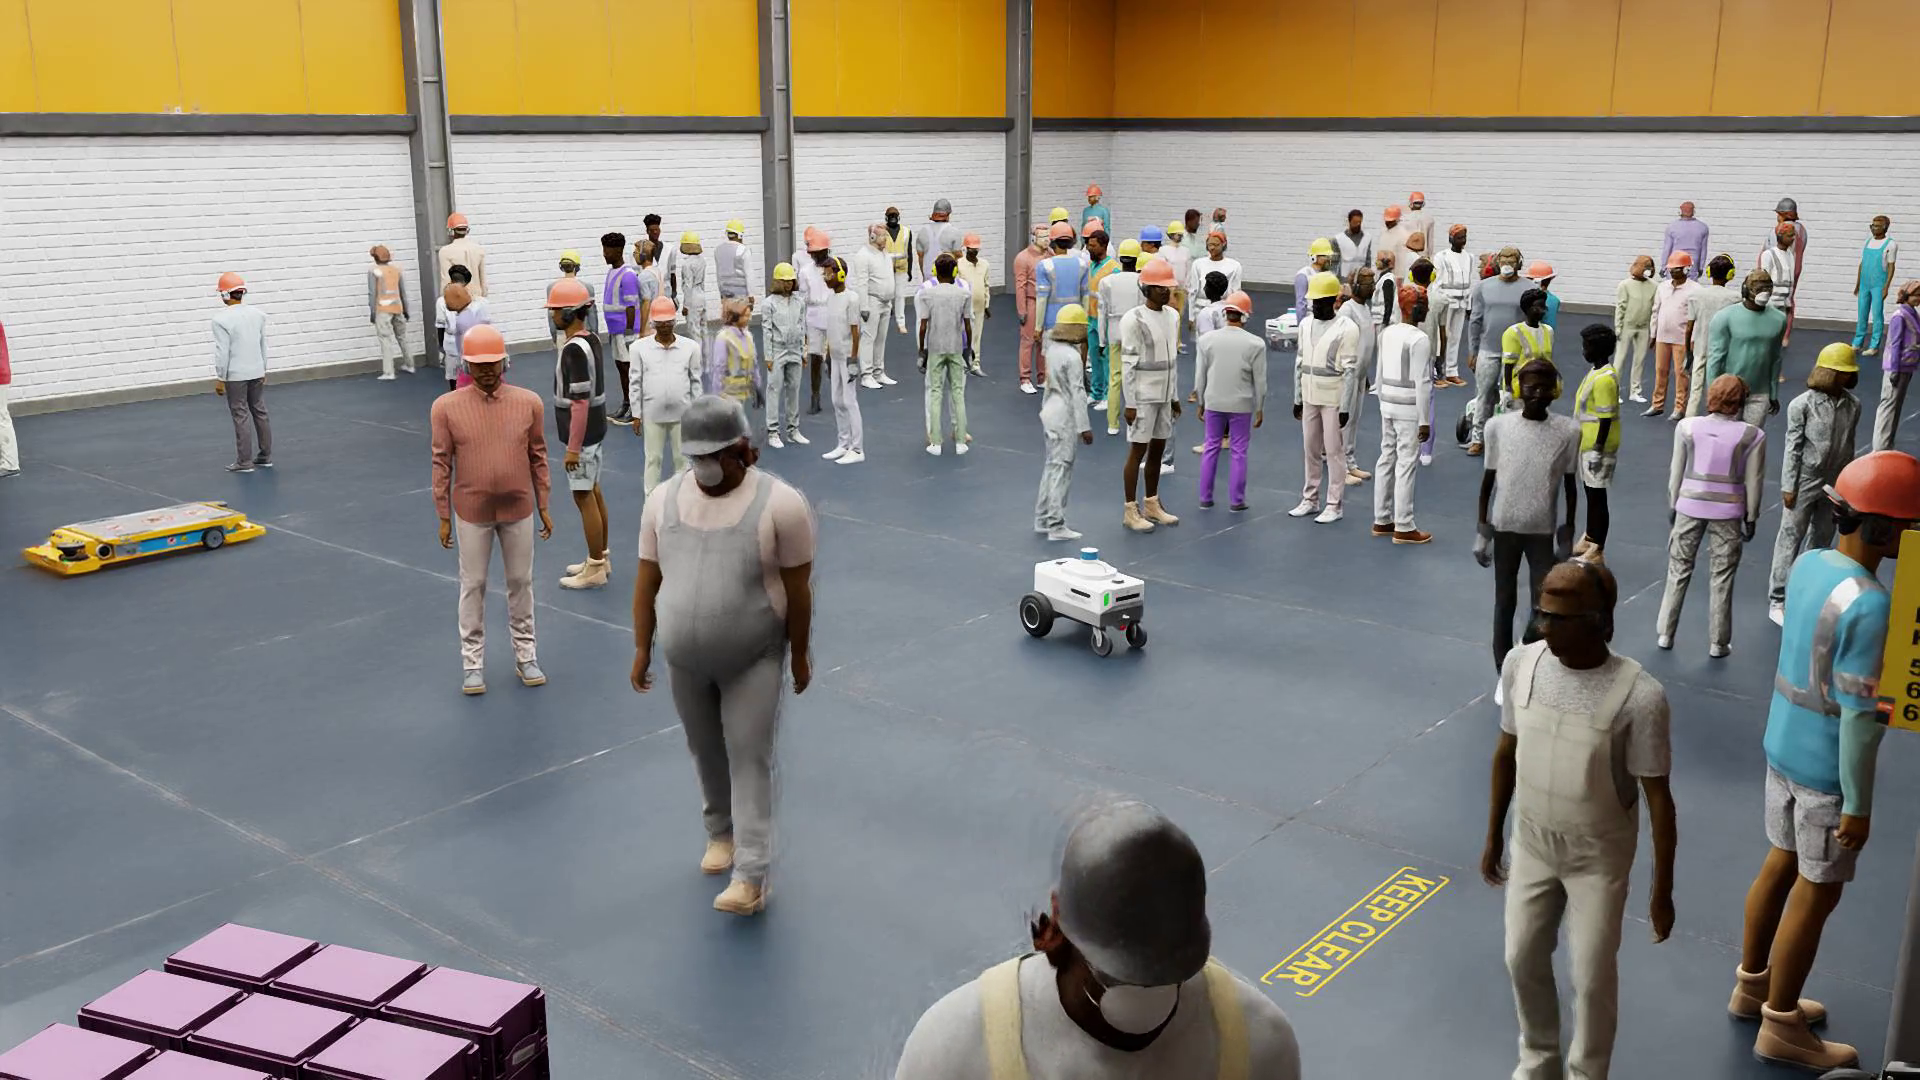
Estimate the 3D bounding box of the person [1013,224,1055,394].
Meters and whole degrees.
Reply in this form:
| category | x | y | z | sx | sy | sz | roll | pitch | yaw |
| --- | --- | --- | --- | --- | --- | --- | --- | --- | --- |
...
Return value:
| category | x | y | z | sx | sy | sz | roll | pitch | yaw |
| --- | --- | --- | --- | --- | --- | --- | --- | --- | --- |
| person | 0.913 | -2.637 | 18.985 | 0.640 | 1.909 | 0.409 | -12 | 18 | -40 |

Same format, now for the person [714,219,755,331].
| category | x | y | z | sx | sy | sz | roll | pitch | yaw |
| --- | --- | --- | --- | --- | --- | --- | --- | --- | --- |
| person | -2.887 | -3.219 | 21.476 | 0.592 | 1.826 | 0.403 | 9 | 17 | 32 |

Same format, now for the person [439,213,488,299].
| category | x | y | z | sx | sy | sz | roll | pitch | yaw |
| --- | --- | --- | --- | --- | --- | --- | --- | --- | --- |
| person | -5.869 | -2.849 | 19.651 | 0.389 | 1.992 | 0.625 | 11 | 18 | 39 |

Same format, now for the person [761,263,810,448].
| category | x | y | z | sx | sy | sz | roll | pitch | yaw |
| --- | --- | --- | --- | --- | --- | --- | --- | --- | --- |
| person | -1.647 | -1.753 | 15.782 | 0.487 | 1.744 | 0.297 | -13 | 19 | -42 |

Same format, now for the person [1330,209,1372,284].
| category | x | y | z | sx | sy | sz | roll | pitch | yaw |
| --- | --- | --- | --- | --- | --- | --- | --- | --- | --- |
| person | 5.325 | -3.602 | 22.876 | 0.600 | 1.890 | 0.733 | -6 | 15 | -22 |

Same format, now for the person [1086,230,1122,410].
| category | x | y | z | sx | sy | sz | roll | pitch | yaw |
| --- | --- | --- | --- | --- | --- | --- | --- | --- | --- |
| person | 1.525 | -2.356 | 17.839 | 0.372 | 1.916 | 0.597 | -8 | 16 | -28 |

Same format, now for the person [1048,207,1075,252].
| category | x | y | z | sx | sy | sz | roll | pitch | yaw |
| --- | --- | --- | --- | --- | --- | --- | --- | --- | --- |
| person | 1.361 | -3.523 | 22.487 | 0.370 | 1.925 | 0.588 | 3 | 14 | 14 |

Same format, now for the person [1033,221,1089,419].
| category | x | y | z | sx | sy | sz | roll | pitch | yaw |
| --- | --- | --- | --- | --- | --- | --- | --- | --- | --- |
| person | 1.026 | -2.244 | 17.137 | 0.614 | 2.041 | 0.390 | -6 | 15 | -24 |

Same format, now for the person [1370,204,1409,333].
| category | x | y | z | sx | sy | sz | roll | pitch | yaw |
| --- | --- | --- | --- | --- | --- | --- | --- | --- | --- |
| person | 6.076 | -3.725 | 23.269 | 0.878 | 1.943 | 0.659 | -7 | 16 | -26 |

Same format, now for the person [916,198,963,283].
| category | x | y | z | sx | sy | sz | roll | pitch | yaw |
| --- | --- | --- | --- | --- | --- | --- | --- | --- | --- |
| person | -0.222 | -3.613 | 22.610 | 0.680 | 2.000 | 0.537 | 7 | 16 | 27 |

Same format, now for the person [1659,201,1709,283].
| category | x | y | z | sx | sy | sz | roll | pitch | yaw |
| --- | --- | --- | --- | --- | --- | --- | --- | --- | --- |
| person | 10.706 | -4.052 | 24.654 | 0.640 | 1.901 | 0.407 | 1 | 14 | 6 |

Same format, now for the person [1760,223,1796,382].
| category | x | y | z | sx | sy | sz | roll | pitch | yaw |
| --- | --- | --- | --- | --- | --- | --- | --- | --- | --- |
| person | 9.652 | -2.797 | 19.674 | 0.573 | 1.883 | 0.356 | -9 | 17 | -33 |

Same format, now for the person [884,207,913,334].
| category | x | y | z | sx | sy | sz | roll | pitch | yaw |
| --- | --- | --- | --- | --- | --- | --- | --- | --- | --- |
| person | -0.983 | -3.929 | 24.278 | 0.624 | 1.844 | 0.429 | -3 | 14 | -14 |

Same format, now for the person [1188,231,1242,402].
| category | x | y | z | sx | sy | sz | roll | pitch | yaw |
| --- | --- | --- | --- | --- | --- | --- | --- | --- | --- |
| person | 2.775 | -2.435 | 18.228 | 0.576 | 1.882 | 0.355 | 6 | 15 | 22 |

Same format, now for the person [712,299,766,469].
| category | x | y | z | sx | sy | sz | roll | pitch | yaw |
| --- | --- | --- | --- | --- | --- | --- | --- | --- | --- |
| person | -1.783 | -1.165 | 13.678 | 0.674 | 1.610 | 0.538 | 5 | 15 | 20 |

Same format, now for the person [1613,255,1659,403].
| category | x | y | z | sx | sy | sz | roll | pitch | yaw |
| --- | --- | --- | --- | --- | --- | --- | --- | --- | --- |
| person | 7.418 | -2.312 | 18.262 | 0.504 | 1.628 | 0.276 | -2 | 14 | -9 |

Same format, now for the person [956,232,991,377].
| category | x | y | z | sx | sy | sz | roll | pitch | yaw |
| --- | --- | --- | --- | --- | --- | --- | --- | --- | --- |
| person | 0.139 | -2.815 | 20.005 | 0.569 | 1.749 | 0.342 | -9 | 17 | -32 |

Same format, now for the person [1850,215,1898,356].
| category | x | y | z | sx | sy | sz | roll | pitch | yaw |
| --- | --- | --- | --- | --- | --- | --- | --- | --- | --- |
| person | 12.075 | -3.361 | 22.000 | 0.343 | 1.847 | 0.506 | -6 | 15 | -21 |

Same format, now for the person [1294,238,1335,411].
| category | x | y | z | sx | sy | sz | roll | pitch | yaw |
| --- | --- | --- | --- | --- | --- | --- | --- | --- | --- |
| person | 3.808 | -2.300 | 17.782 | 0.586 | 1.835 | 0.403 | -13 | 19 | -42 |

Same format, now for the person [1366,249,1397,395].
| category | x | y | z | sx | sy | sz | roll | pitch | yaw |
| --- | --- | --- | --- | --- | --- | --- | --- | --- | --- |
| person | 4.792 | -2.461 | 18.819 | 0.314 | 1.641 | 0.515 | 2 | 14 | 7 |

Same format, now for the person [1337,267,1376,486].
| category | x | y | z | sx | sy | sz | roll | pitch | yaw |
| --- | --- | --- | --- | --- | --- | --- | --- | --- | --- |
| person | 3.359 | -1.394 | 14.144 | 0.346 | 1.846 | 0.506 | 8 | 16 | 30 |

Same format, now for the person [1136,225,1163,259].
| category | x | y | z | sx | sy | sz | roll | pitch | yaw |
| --- | --- | --- | --- | --- | --- | --- | --- | --- | --- |
| person | 2.084 | -2.443 | 18.125 | 0.393 | 1.946 | 0.617 | 1 | 14 | 6 |

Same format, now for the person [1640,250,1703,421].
| category | x | y | z | sx | sy | sz | roll | pitch | yaw |
| --- | --- | --- | --- | --- | --- | --- | --- | --- | --- |
| person | 7.364 | -2.107 | 17.176 | 0.342 | 1.749 | 0.572 | -9 | 17 | -31 |

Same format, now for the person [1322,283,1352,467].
| category | x | y | z | sx | sy | sz | roll | pitch | yaw |
| --- | --- | --- | --- | --- | --- | --- | --- | --- | --- |
| person | 3.373 | -1.469 | 14.856 | 0.315 | 1.641 | 0.515 | -2 | 14 | -6 |

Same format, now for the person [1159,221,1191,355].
| category | x | y | z | sx | sy | sz | roll | pitch | yaw |
| --- | --- | --- | --- | --- | --- | --- | --- | --- | --- |
| person | 2.831 | -3.322 | 22.007 | 0.525 | 1.769 | 0.309 | -8 | 16 | -28 |

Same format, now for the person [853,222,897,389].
| category | x | y | z | sx | sy | sz | roll | pitch | yaw |
| --- | --- | --- | --- | --- | --- | --- | --- | --- | --- |
| person | -0.957 | -2.729 | 19.352 | 0.407 | 1.908 | 0.639 | 7 | 16 | 27 |

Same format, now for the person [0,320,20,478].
| category | x | y | z | sx | sy | sz | roll | pitch | yaw |
| --- | --- | --- | --- | --- | --- | --- | --- | --- | --- |
| person | -8.433 | -1.411 | 14.422 | 0.354 | 1.741 | 0.568 | -10 | 17 | -35 |

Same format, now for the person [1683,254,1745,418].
| category | x | y | z | sx | sy | sz | roll | pitch | yaw |
| --- | --- | --- | --- | --- | --- | --- | --- | --- | --- |
| person | 6.868 | -1.665 | 15.175 | 0.511 | 1.872 | 0.328 | 11 | 18 | 37 |

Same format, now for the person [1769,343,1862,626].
| category | x | y | z | sx | sy | sz | roll | pitch | yaw |
| --- | --- | --- | --- | --- | --- | --- | --- | --- | --- |
| person | 5.220 | -0.329 | 10.096 | 0.492 | 1.742 | 0.300 | -3 | 14 | -14 |

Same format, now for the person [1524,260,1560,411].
| category | x | y | z | sx | sy | sz | roll | pitch | yaw |
| --- | --- | --- | --- | --- | --- | --- | --- | --- | --- |
| person | 5.479 | -1.783 | 15.882 | 0.328 | 1.752 | 0.563 | 11 | 18 | 37 |

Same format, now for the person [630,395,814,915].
| category | x | y | z | sx | sy | sz | roll | pitch | yaw |
| --- | --- | --- | --- | --- | --- | --- | --- | --- | --- |
| person | -0.982 | 0.428 | 6.463 | 0.702 | 2.000 | 0.889 | 4 | 15 | 14 |

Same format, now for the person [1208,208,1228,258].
| category | x | y | z | sx | sy | sz | roll | pitch | yaw |
| --- | --- | --- | --- | --- | --- | --- | --- | --- | --- |
| person | 4.322 | -4.747 | 27.962 | 0.310 | 1.636 | 0.523 | -2 | 14 | -8 |

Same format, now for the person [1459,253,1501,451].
| category | x | y | z | sx | sy | sz | roll | pitch | yaw |
| --- | --- | --- | --- | --- | --- | --- | --- | --- | --- |
| person | 4.959 | -1.755 | 15.587 | 0.375 | 1.841 | 0.574 | 9 | 16 | 31 |

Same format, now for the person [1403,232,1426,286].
| category | x | y | z | sx | sy | sz | roll | pitch | yaw |
| --- | --- | --- | --- | --- | --- | --- | --- | --- | --- |
| person | 5.978 | -3.233 | 21.921 | 0.282 | 1.633 | 0.500 | 0 | 14 | -1 |

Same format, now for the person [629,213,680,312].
| category | x | y | z | sx | sy | sz | roll | pitch | yaw |
| --- | --- | --- | --- | --- | --- | --- | --- | --- | --- |
| person | -3.709 | -2.983 | 20.242 | 0.607 | 1.966 | 0.374 | -8 | 16 | -28 |

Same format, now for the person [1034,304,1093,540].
| category | x | y | z | sx | sy | sz | roll | pitch | yaw |
| --- | --- | --- | --- | --- | --- | --- | --- | --- | --- |
| person | 0.784 | -0.859 | 12.232 | 0.355 | 1.732 | 0.573 | -5 | 15 | -18 |

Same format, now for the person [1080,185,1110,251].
| category | x | y | z | sx | sy | sz | roll | pitch | yaw |
| --- | --- | --- | --- | --- | --- | --- | --- | --- | --- |
| person | 2.296 | -5.078 | 28.556 | 0.388 | 1.992 | 0.625 | -12 | 19 | -40 |

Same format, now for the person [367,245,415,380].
| category | x | y | z | sx | sy | sz | roll | pitch | yaw |
| --- | --- | --- | --- | --- | --- | --- | --- | --- | --- |
| person | -6.860 | -2.763 | 20.107 | 0.452 | 1.612 | 0.671 | 7 | 16 | 27 |

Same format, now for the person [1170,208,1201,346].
| category | x | y | z | sx | sy | sz | roll | pitch | yaw |
| --- | --- | --- | --- | --- | --- | --- | --- | --- | --- |
| person | 3.110 | -3.634 | 23.011 | 0.473 | 1.898 | 0.602 | 12 | 18 | 39 |

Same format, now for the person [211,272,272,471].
| category | x | y | z | sx | sy | sz | roll | pitch | yaw |
| --- | --- | --- | --- | --- | --- | --- | --- | --- | --- |
| person | -6.354 | -1.483 | 14.682 | 0.330 | 1.751 | 0.564 | 5 | 15 | 21 |
